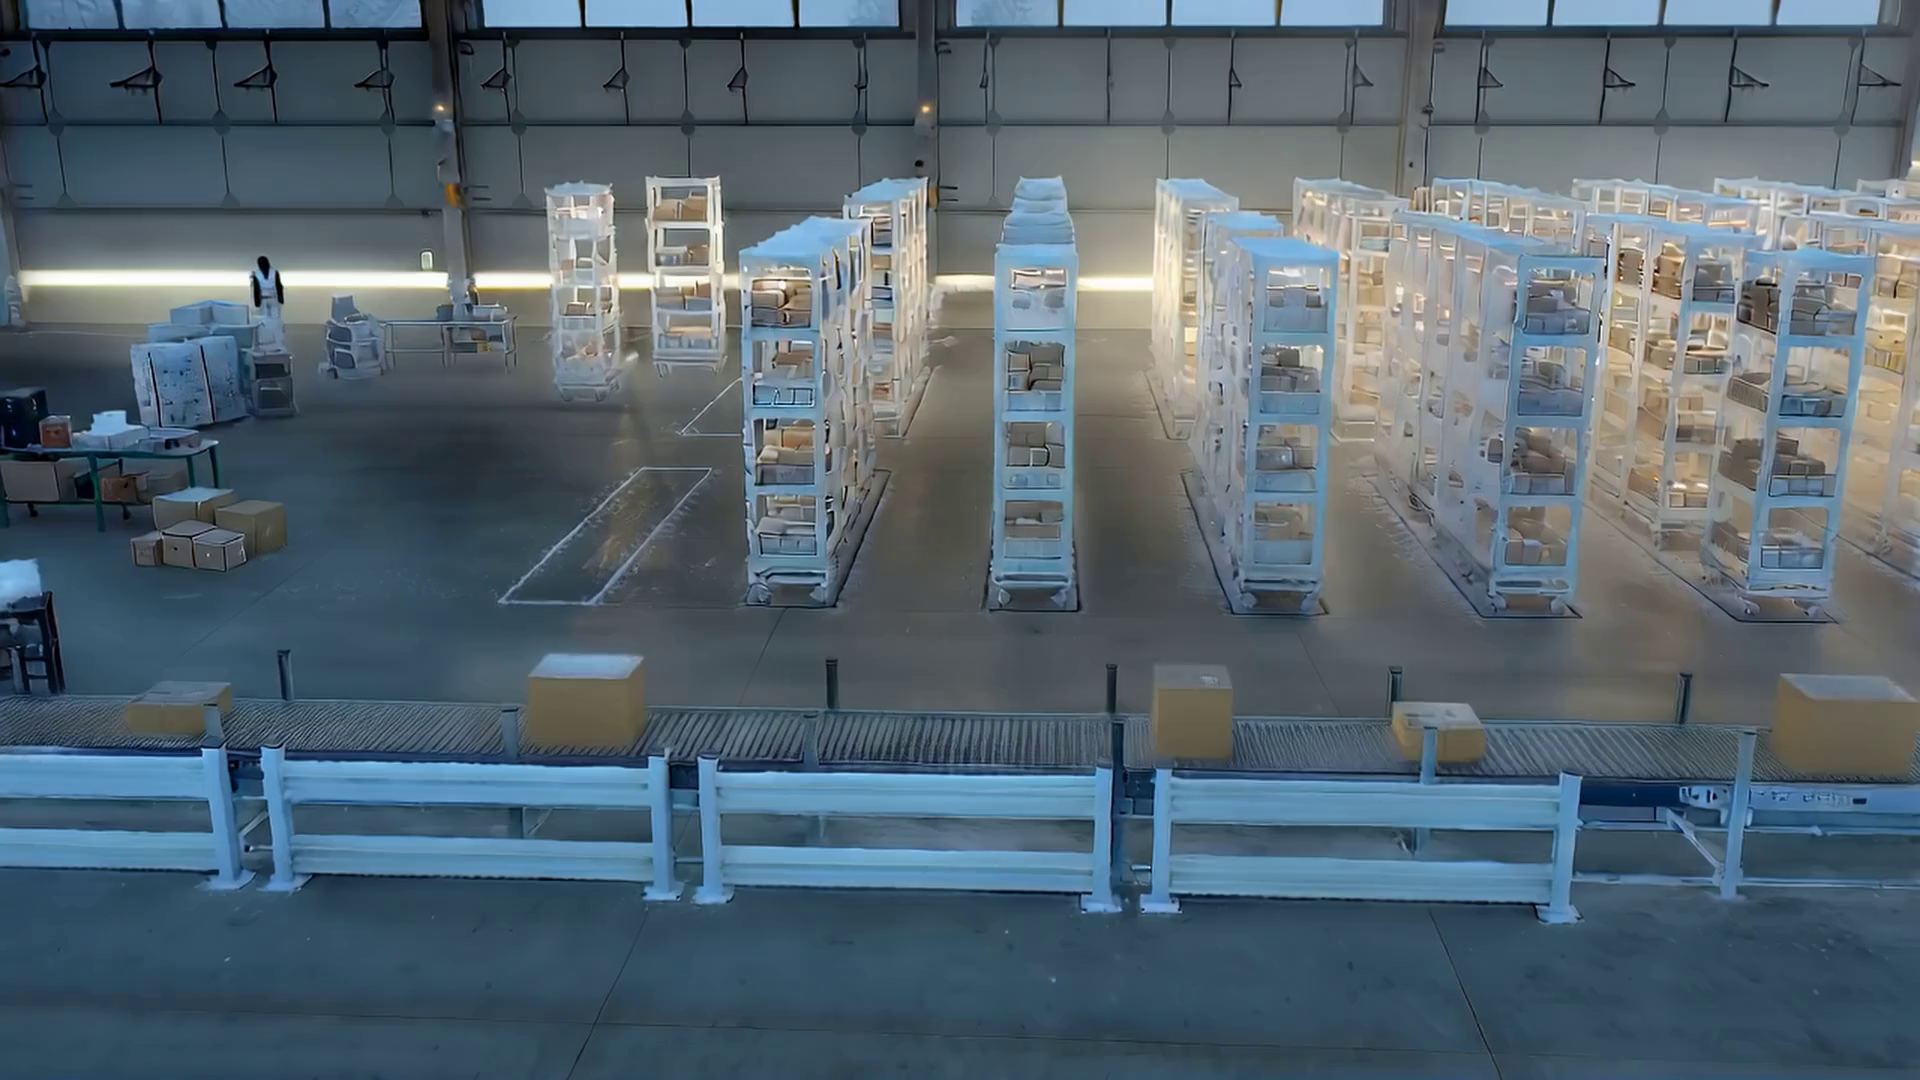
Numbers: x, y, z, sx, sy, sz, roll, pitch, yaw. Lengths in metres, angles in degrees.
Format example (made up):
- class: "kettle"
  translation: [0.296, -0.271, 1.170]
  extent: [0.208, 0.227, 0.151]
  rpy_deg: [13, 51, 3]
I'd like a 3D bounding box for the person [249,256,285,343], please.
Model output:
- class: "person"
  translation: [-14.385, -4.977, 34.557]
  extent: [0.634, 1.831, 0.429]
  rpy_deg: [-7, 17, -26]
